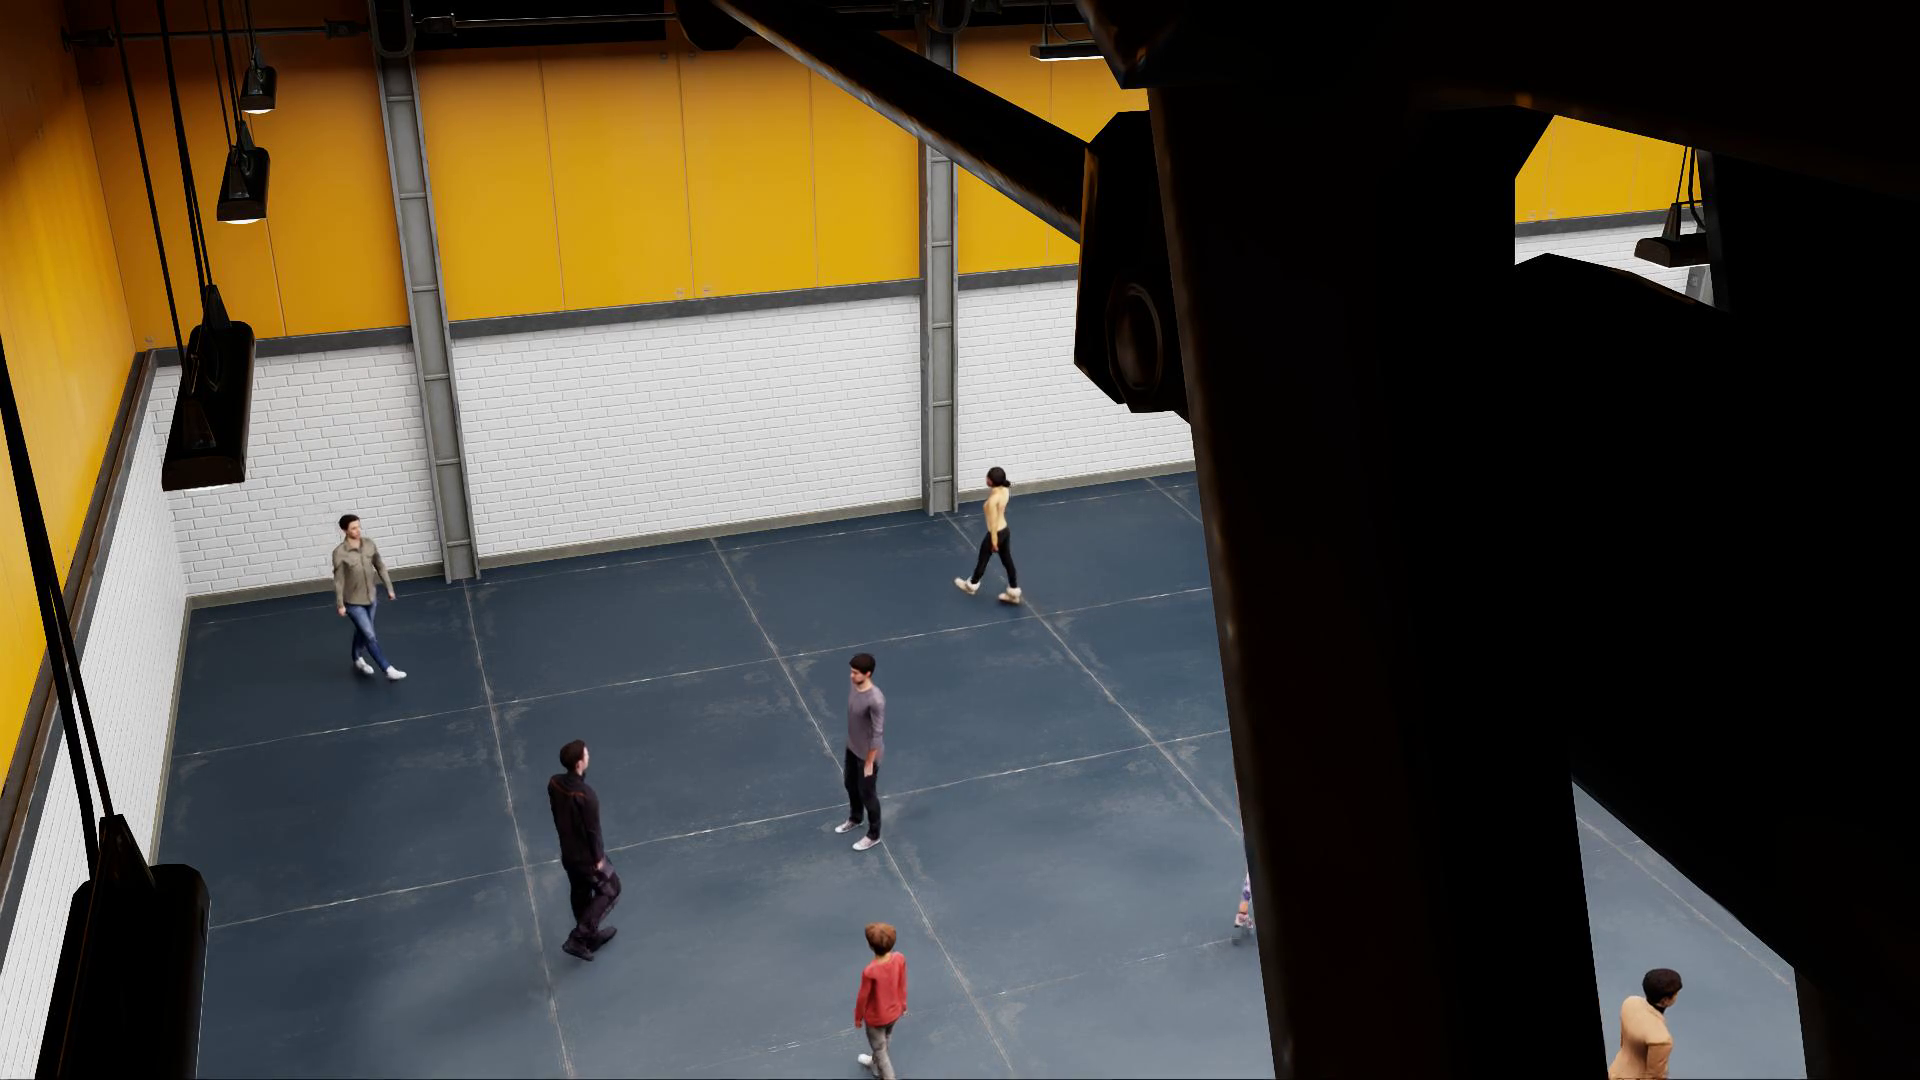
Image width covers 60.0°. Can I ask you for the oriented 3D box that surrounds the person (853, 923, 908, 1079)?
[{"bbox_3d":[-0.504,3.277,11.447,0.836,1.396,0.773,-19,30,-37],"label":"person"}]

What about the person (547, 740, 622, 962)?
[{"bbox_3d":[-2.941,2.428,12.760,0.915,1.901,0.997,17,29,34],"label":"person"}]

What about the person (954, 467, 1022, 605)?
[{"bbox_3d":[0.487,-0.034,18.739,1.026,1.623,1.048,15,28,31],"label":"person"}]

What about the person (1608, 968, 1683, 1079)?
[{"bbox_3d":[4.249,3.466,10.617,0.738,1.716,0.723,-4,24,-9],"label":"person"}]

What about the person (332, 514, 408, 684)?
[{"bbox_3d":[-6.209,0.587,17.070,1.206,1.822,1.179,13,27,27],"label":"person"}]

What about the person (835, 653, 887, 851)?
[{"bbox_3d":[-0.770,1.777,14.322,0.668,1.844,0.769,-12,26,-26],"label":"person"}]
